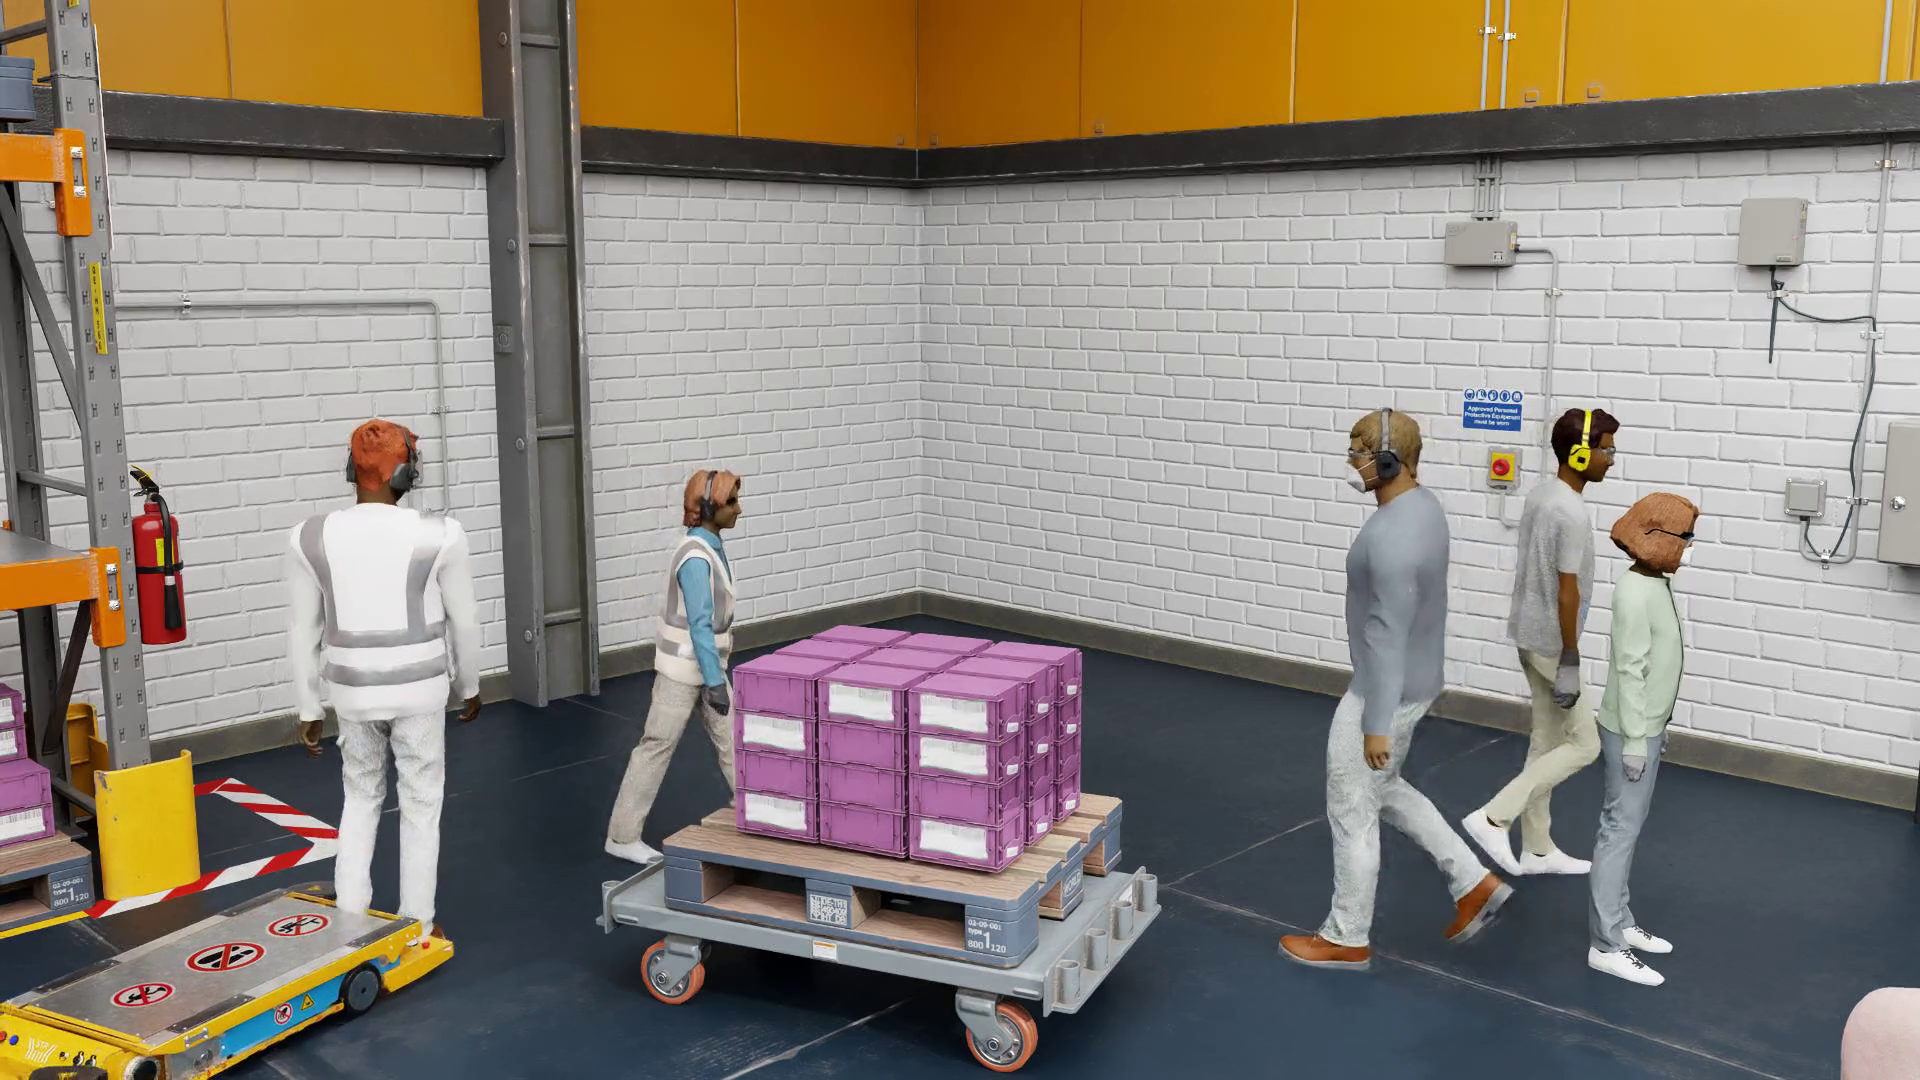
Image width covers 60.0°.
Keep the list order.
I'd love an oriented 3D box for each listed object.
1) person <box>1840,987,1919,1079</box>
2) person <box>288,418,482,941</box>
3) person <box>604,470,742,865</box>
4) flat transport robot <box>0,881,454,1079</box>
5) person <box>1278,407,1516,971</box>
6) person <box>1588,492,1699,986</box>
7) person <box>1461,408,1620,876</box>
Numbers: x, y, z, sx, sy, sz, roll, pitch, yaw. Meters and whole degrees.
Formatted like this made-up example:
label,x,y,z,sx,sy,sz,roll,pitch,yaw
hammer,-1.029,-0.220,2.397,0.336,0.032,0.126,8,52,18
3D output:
label,x,y,z,sx,sy,sz,roll,pitch,yaw
person,1.420,1.133,2.212,0.533,1.765,0.329,4,10,21
person,-1.904,0.523,5.595,0.589,1.875,0.453,0,9,-3
person,-1.016,0.513,6.538,0.878,1.582,0.524,0,9,1
flat transport robot,-2.315,1.404,5.117,0.652,0.197,1.431,5,10,26
person,1.477,0.514,5.515,0.670,1.924,0.644,4,10,24
person,2.292,0.647,5.594,0.288,1.633,0.497,5,11,29
person,2.242,0.415,6.392,0.458,1.839,0.532,0,9,-2
